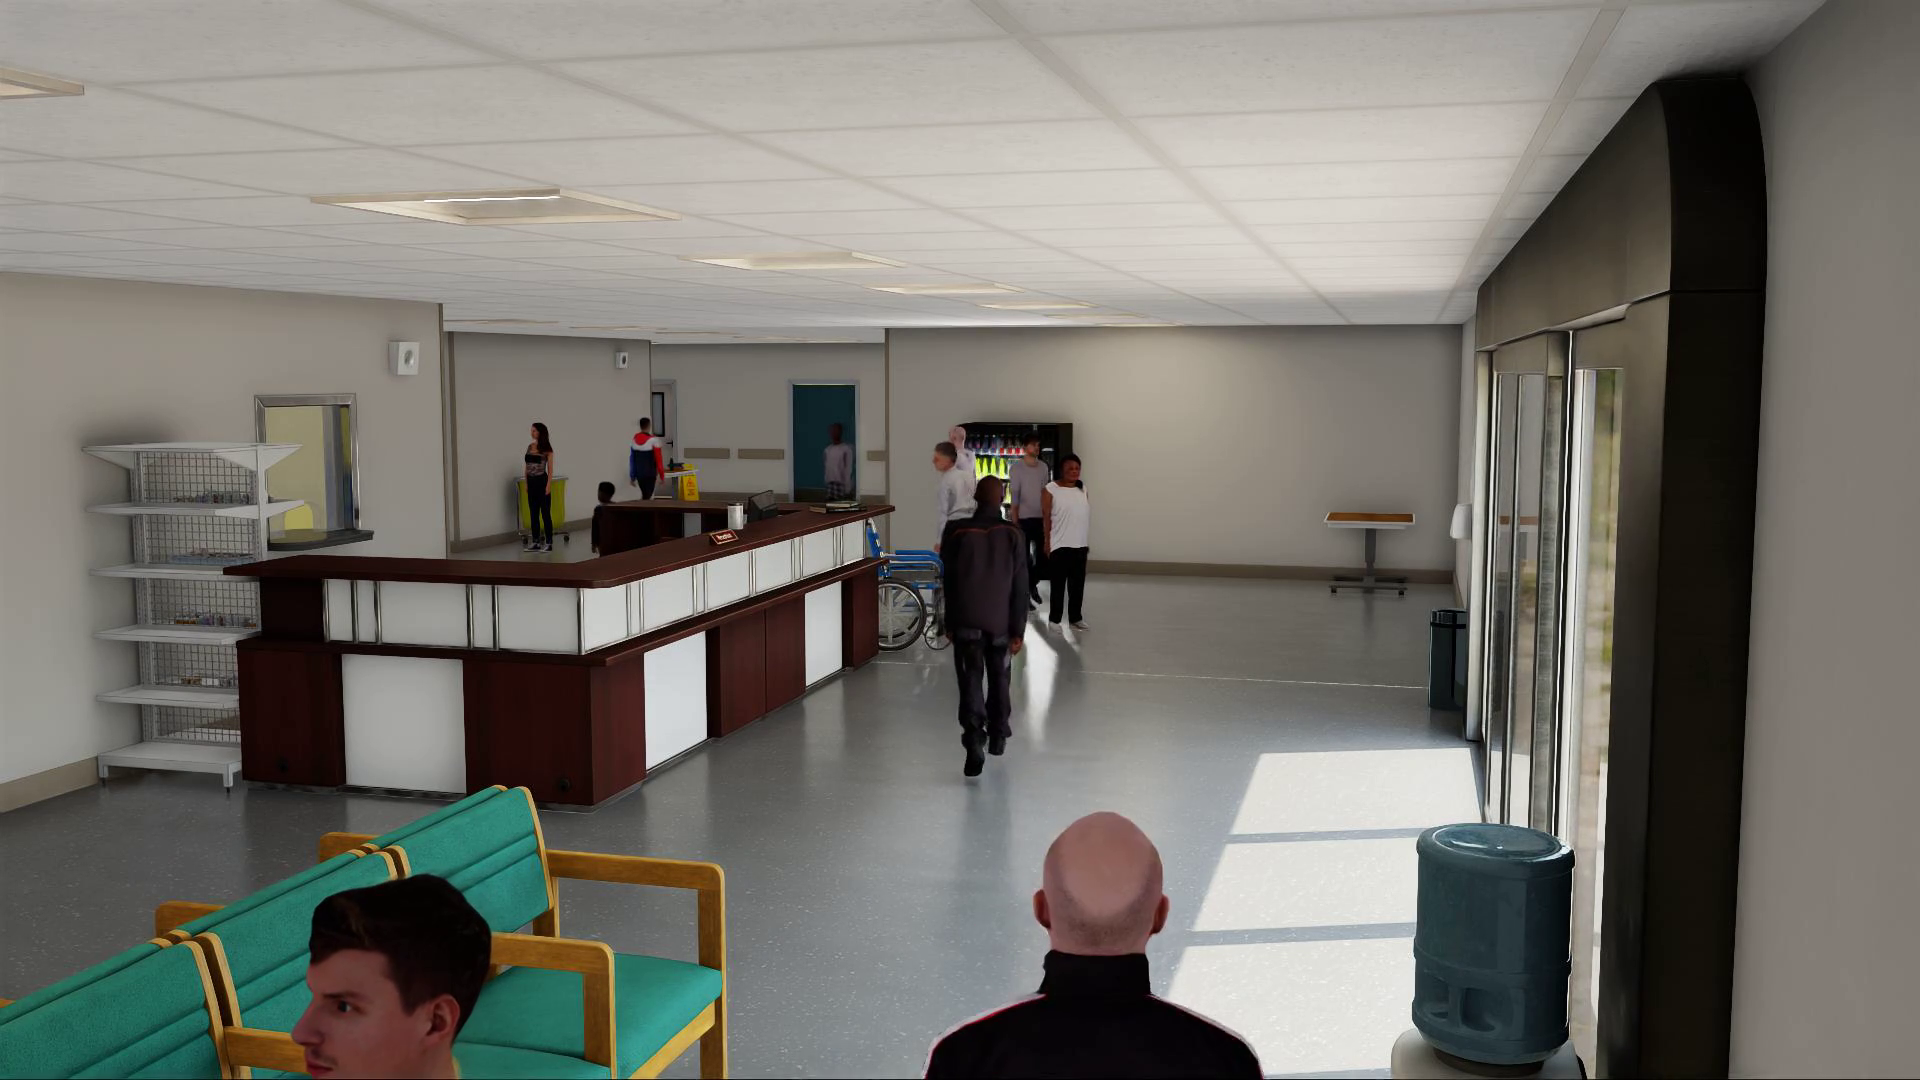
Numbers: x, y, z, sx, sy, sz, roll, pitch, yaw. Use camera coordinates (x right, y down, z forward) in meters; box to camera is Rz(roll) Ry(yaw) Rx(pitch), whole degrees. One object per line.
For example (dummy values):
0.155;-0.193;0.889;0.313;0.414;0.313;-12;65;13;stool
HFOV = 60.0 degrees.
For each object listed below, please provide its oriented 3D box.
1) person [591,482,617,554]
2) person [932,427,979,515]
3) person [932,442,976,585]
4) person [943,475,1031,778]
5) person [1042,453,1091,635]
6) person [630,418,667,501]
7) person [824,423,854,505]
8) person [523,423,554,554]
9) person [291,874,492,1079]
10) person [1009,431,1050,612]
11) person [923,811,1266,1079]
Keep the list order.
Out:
-3.752;0.005;17.948;0.628;1.264;0.579;3;7;30;person
0.059;-0.345;18.826;1.249;1.785;0.839;3;6;27;person
0.009;-0.027;15.673;0.870;1.782;0.884;-4;7;-35;person
0.135;0.516;10.116;1.222;1.815;0.975;0;6;-1;person
1.034;0.018;15.704;0.758;1.687;0.818;-3;7;-30;person
-4.815;-0.957;25.306;1.121;1.705;0.736;2;6;18;person
-1.568;-0.681;22.340;1.092;1.751;0.840;3;6;27;person
-5.716;-0.719;22.612;0.526;1.770;0.704;3;6;26;person
-0.638;1.312;2.031;0.597;1.850;0.779;4;7;33;person
0.671;-0.199;17.126;0.827;1.834;0.887;-3;7;-30;person
0.186;1.304;2.252;0.830;1.821;0.820;1;6;6;person
